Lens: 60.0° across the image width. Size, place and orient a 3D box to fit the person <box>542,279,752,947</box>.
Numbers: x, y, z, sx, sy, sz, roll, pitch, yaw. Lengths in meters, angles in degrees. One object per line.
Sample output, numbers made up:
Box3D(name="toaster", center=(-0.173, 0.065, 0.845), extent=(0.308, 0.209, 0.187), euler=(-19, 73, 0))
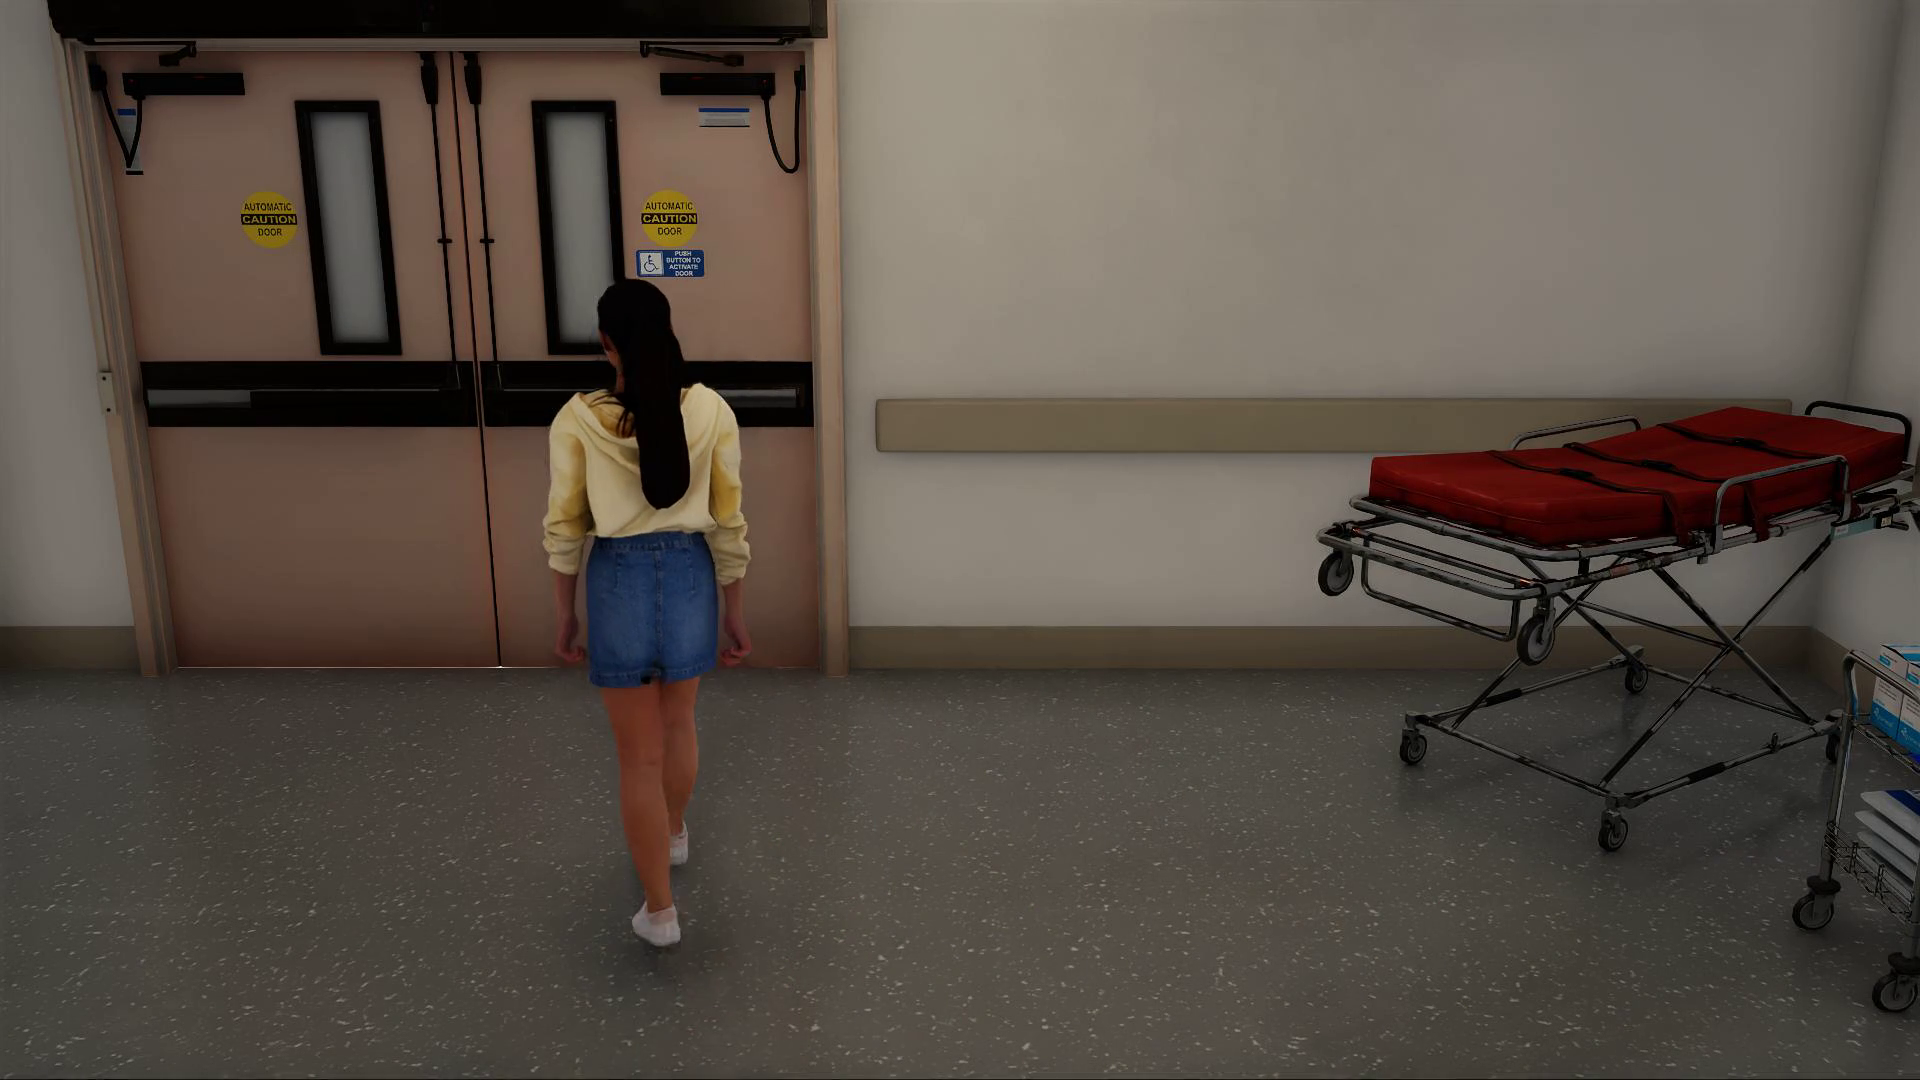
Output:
Box3D(name="person", center=(-0.749, 0.206, 4.037), extent=(0.875, 1.599, 1.120), euler=(-6, 17, -19))
